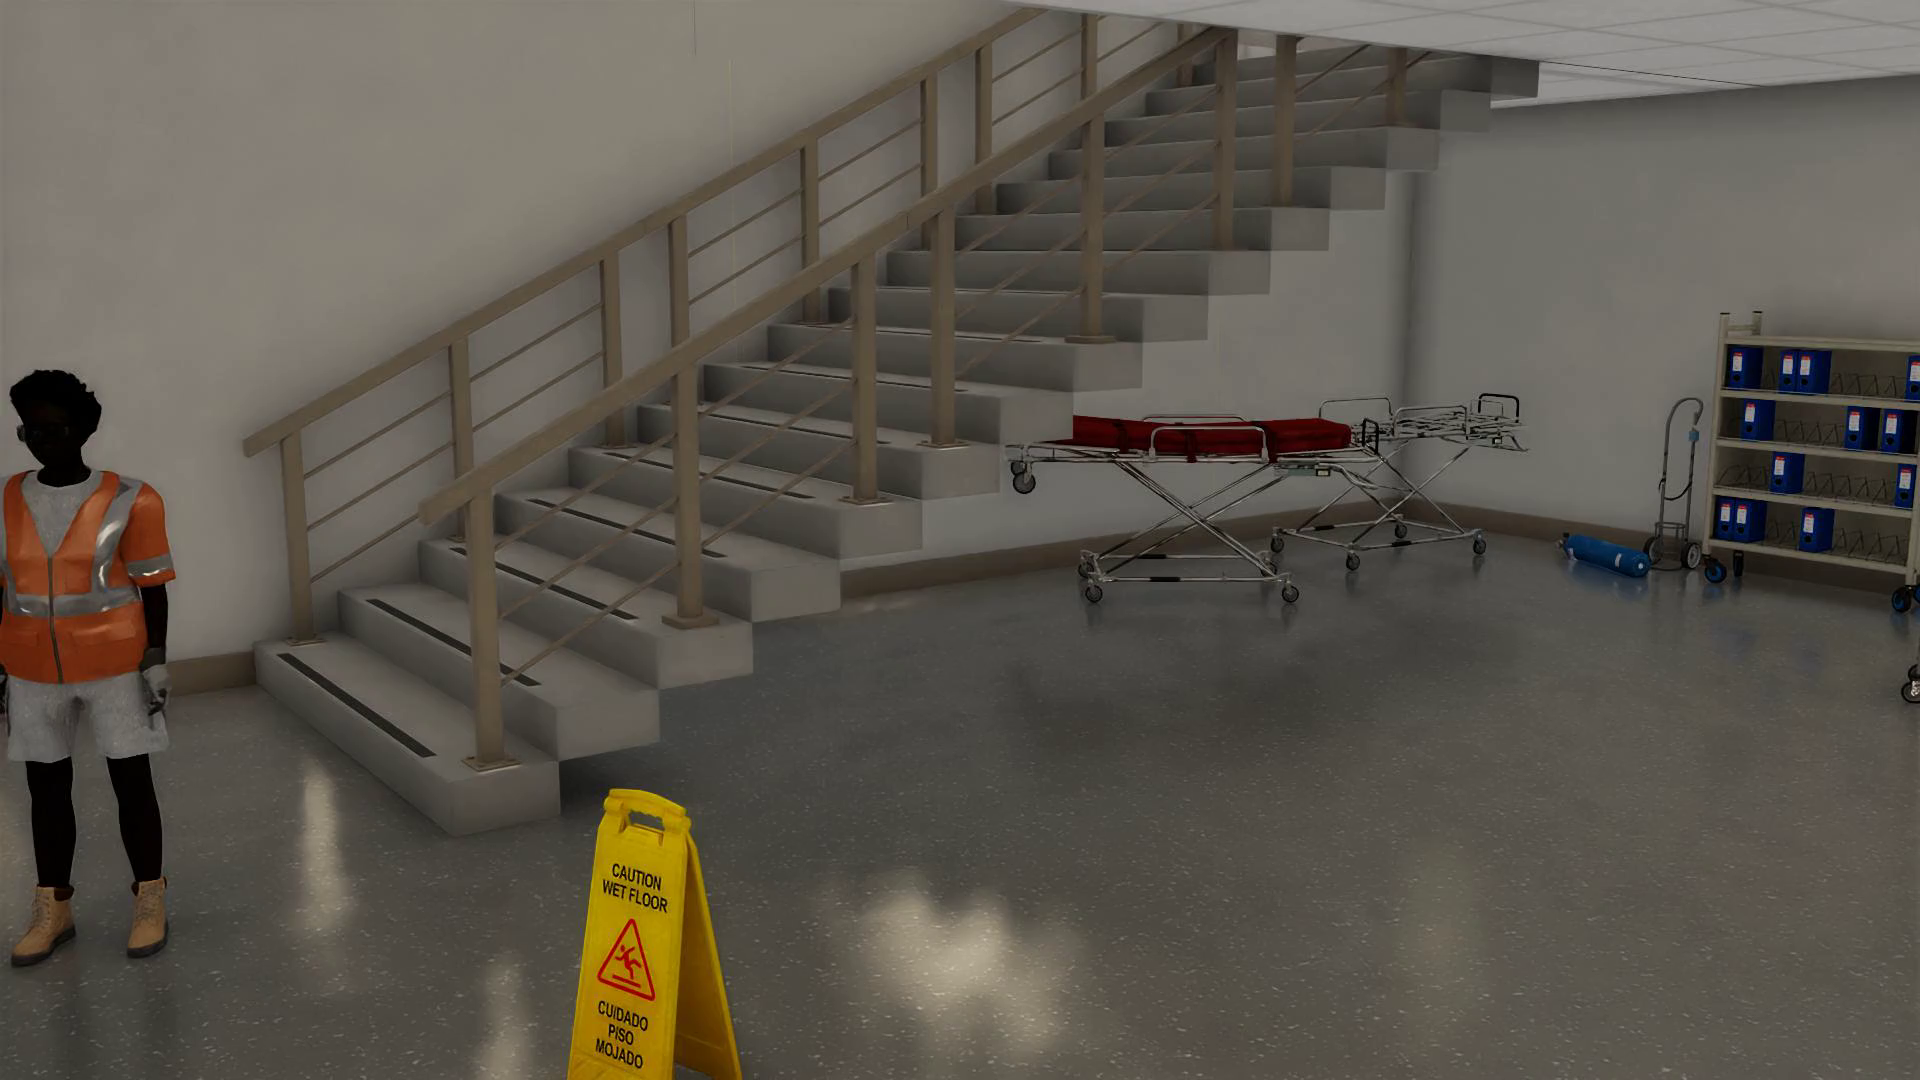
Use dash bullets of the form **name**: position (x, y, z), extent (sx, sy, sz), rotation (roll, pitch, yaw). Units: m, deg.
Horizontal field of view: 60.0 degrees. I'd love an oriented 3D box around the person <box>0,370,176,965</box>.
- **person**: position (-2.512, 0.363, 4.740), extent (0.533, 1.697, 0.319), rotation (-2, 10, -9)
